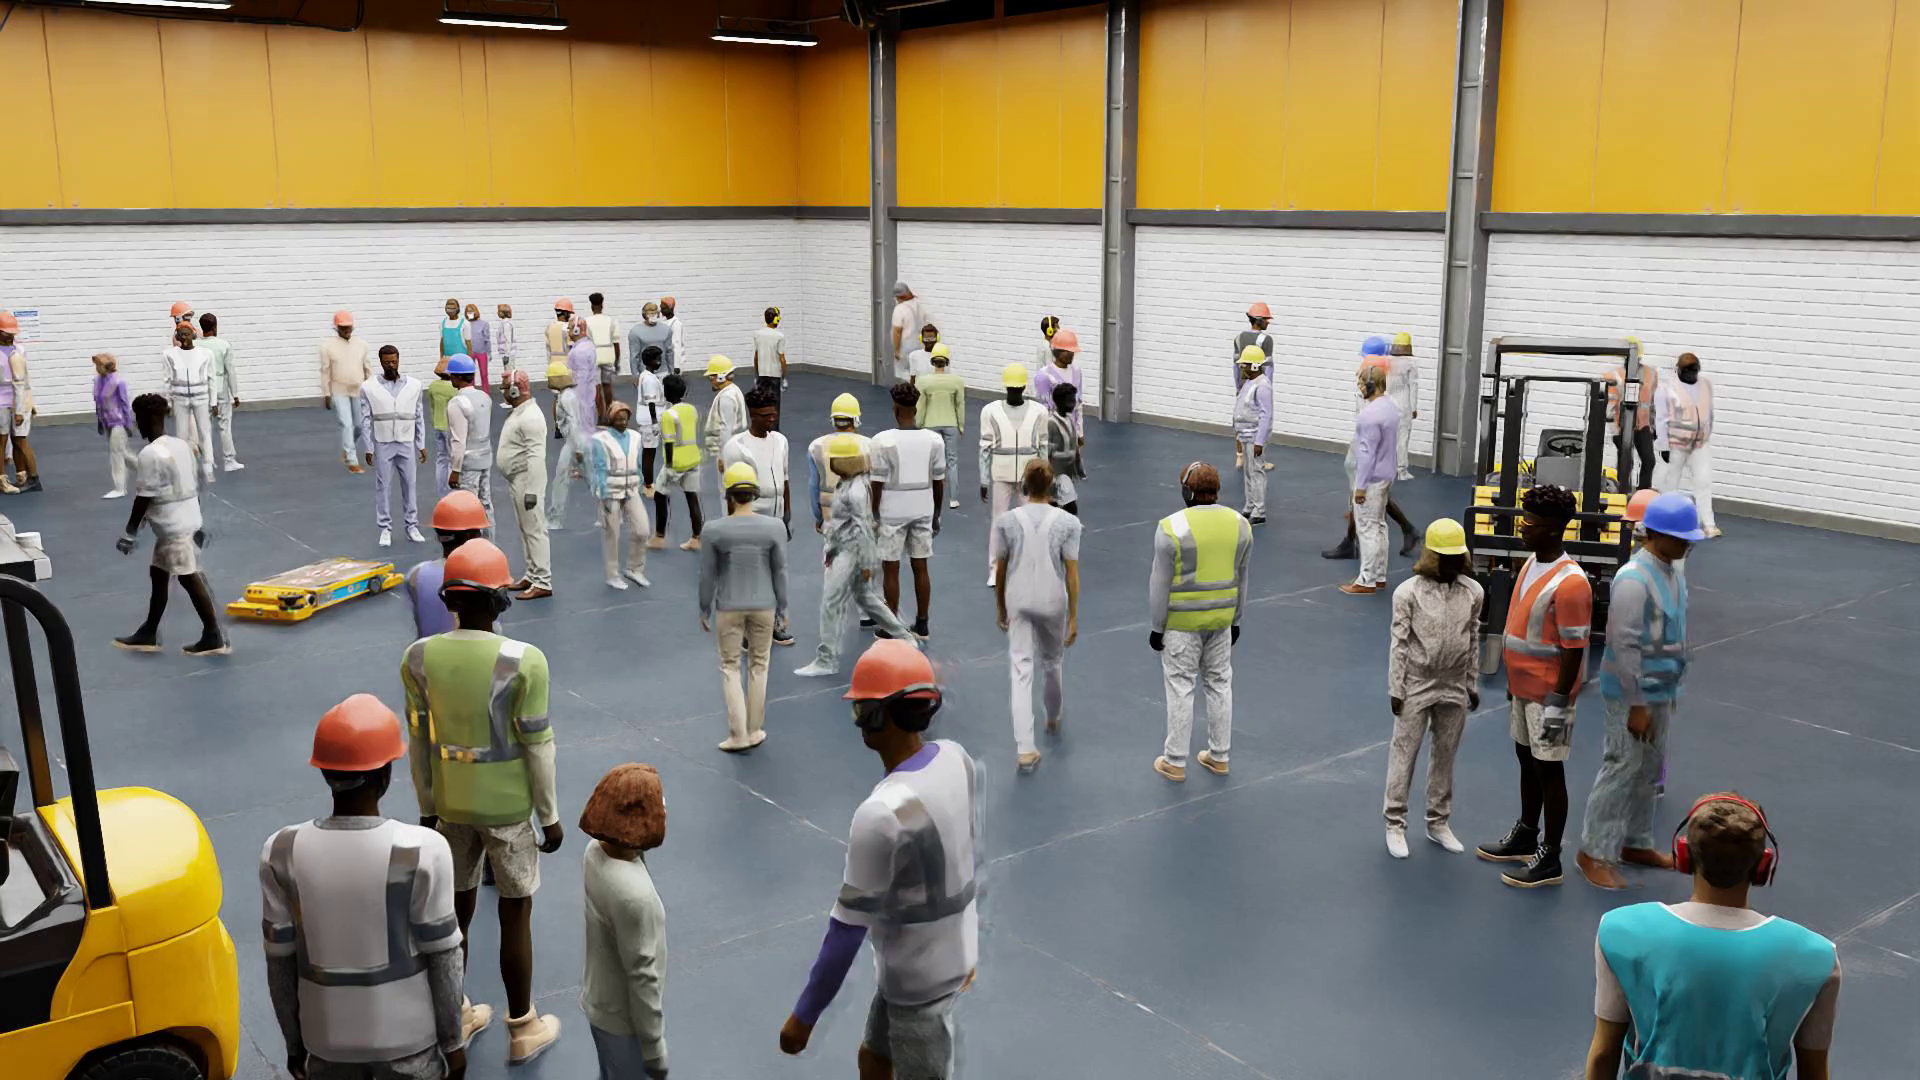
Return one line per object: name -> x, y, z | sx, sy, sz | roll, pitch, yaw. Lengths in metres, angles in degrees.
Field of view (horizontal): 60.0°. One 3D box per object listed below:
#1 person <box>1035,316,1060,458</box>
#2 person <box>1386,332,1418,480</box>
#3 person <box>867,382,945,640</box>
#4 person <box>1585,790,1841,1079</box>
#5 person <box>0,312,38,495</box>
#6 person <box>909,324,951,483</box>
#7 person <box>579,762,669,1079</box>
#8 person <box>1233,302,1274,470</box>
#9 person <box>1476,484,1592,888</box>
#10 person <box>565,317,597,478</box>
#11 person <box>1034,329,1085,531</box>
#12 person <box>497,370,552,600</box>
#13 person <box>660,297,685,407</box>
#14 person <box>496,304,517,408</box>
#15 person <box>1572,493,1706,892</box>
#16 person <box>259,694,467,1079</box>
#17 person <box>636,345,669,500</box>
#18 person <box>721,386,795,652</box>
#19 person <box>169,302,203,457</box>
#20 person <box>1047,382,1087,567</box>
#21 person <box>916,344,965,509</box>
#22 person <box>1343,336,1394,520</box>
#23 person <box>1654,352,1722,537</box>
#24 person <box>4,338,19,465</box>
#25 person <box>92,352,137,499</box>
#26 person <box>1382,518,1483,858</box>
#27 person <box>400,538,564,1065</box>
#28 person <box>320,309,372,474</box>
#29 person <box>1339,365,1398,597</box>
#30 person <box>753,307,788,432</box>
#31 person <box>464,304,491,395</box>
person -> 1.086, -1.798, 20.329 | 0.327, 1.874, 0.520 | -2, 12, -10
person -> 5.180, -1.580, 19.623 | 0.320, 1.737, 0.487 | -11, 16, -42
person -> -0.404, -0.198, 12.409 | 0.618, 1.953, 0.386 | -6, 13, -27
person -> 1.885, 1.547, 4.245 | 0.572, 1.840, 0.373 | 4, 12, 19
person -> -10.651, -1.535, 18.669 | 0.394, 2.034, 0.605 | 4, 12, 19
person -> -0.345, -1.583, 19.329 | 0.512, 1.862, 0.322 | 0, 12, 2
person -> -1.022, 1.473, 5.139 | 0.278, 1.628, 0.505 | -6, 13, -26
person -> 3.591, -1.865, 20.246 | 0.394, 2.040, 0.609 | -8, 14, -35
person -> 2.803, 0.697, 8.046 | 0.366, 1.967, 0.603 | 0, 12, -1
person -> -4.505, -1.692, 19.732 | 0.409, 1.907, 0.651 | -1, 12, -6
person -> 1.008, -1.061, 16.391 | 0.611, 2.032, 0.411 | -11, 16, -43
person -> -3.625, -0.460, 13.793 | 0.400, 1.903, 0.645 | -5, 13, -23
person -> -4.163, -2.576, 24.071 | 0.359, 1.880, 0.577 | -6, 13, -25
person -> -7.139, -2.900, 26.216 | 0.308, 1.641, 0.517 | -4, 12, -19
person -> 3.307, 0.729, 8.017 | 0.443, 1.934, 0.699 | 11, 16, 43
person -> -1.682, 1.389, 4.780 | 0.547, 1.937, 0.379 | 0, 12, 1
person -> -3.405, -1.295, 18.337 | 0.322, 1.692, 0.531 | -3, 12, -15
person -> -1.467, -0.157, 12.200 | 0.375, 1.957, 0.607 | 9, 15, 38
person -> -9.883, -2.058, 21.334 | 0.408, 1.980, 0.626 | 1, 12, 6
person -> 0.944, -0.587, 14.964 | 0.559, 1.669, 0.544 | 3, 12, 15
person -> -0.213, -1.203, 17.711 | 0.533, 1.768, 0.310 | -2, 12, -9
person -> 4.122, -1.099, 16.811 | 0.502, 1.924, 0.633 | -1, 12, -7
person -> 7.130, -0.907, 16.194 | 0.639, 1.807, 0.833 | -2, 12, -8
person -> -11.867, -1.853, 20.485 | 0.625, 1.919, 0.516 | -7, 14, -32
person -> -9.332, -1.295, 18.510 | 0.523, 1.617, 0.639 | 7, 14, 32
person -> 2.394, 0.743, 8.370 | 0.492, 1.742, 0.320 | -3, 12, -12
person -> -1.817, 1.002, 6.423 | 0.610, 2.035, 0.410 | 3, 12, 16
person -> -7.423, -1.806, 20.120 | 0.621, 1.975, 0.695 | -10, 15, -39
person -> 3.449, -0.493, 13.901 | 0.381, 1.927, 0.641 | 6, 13, 28
person -> -2.522, -2.179, 22.222 | 0.527, 1.857, 0.343 | 6, 13, 26
person -> -7.730, -2.948, 26.489 | 0.508, 1.623, 0.300 | -2, 12, -10
